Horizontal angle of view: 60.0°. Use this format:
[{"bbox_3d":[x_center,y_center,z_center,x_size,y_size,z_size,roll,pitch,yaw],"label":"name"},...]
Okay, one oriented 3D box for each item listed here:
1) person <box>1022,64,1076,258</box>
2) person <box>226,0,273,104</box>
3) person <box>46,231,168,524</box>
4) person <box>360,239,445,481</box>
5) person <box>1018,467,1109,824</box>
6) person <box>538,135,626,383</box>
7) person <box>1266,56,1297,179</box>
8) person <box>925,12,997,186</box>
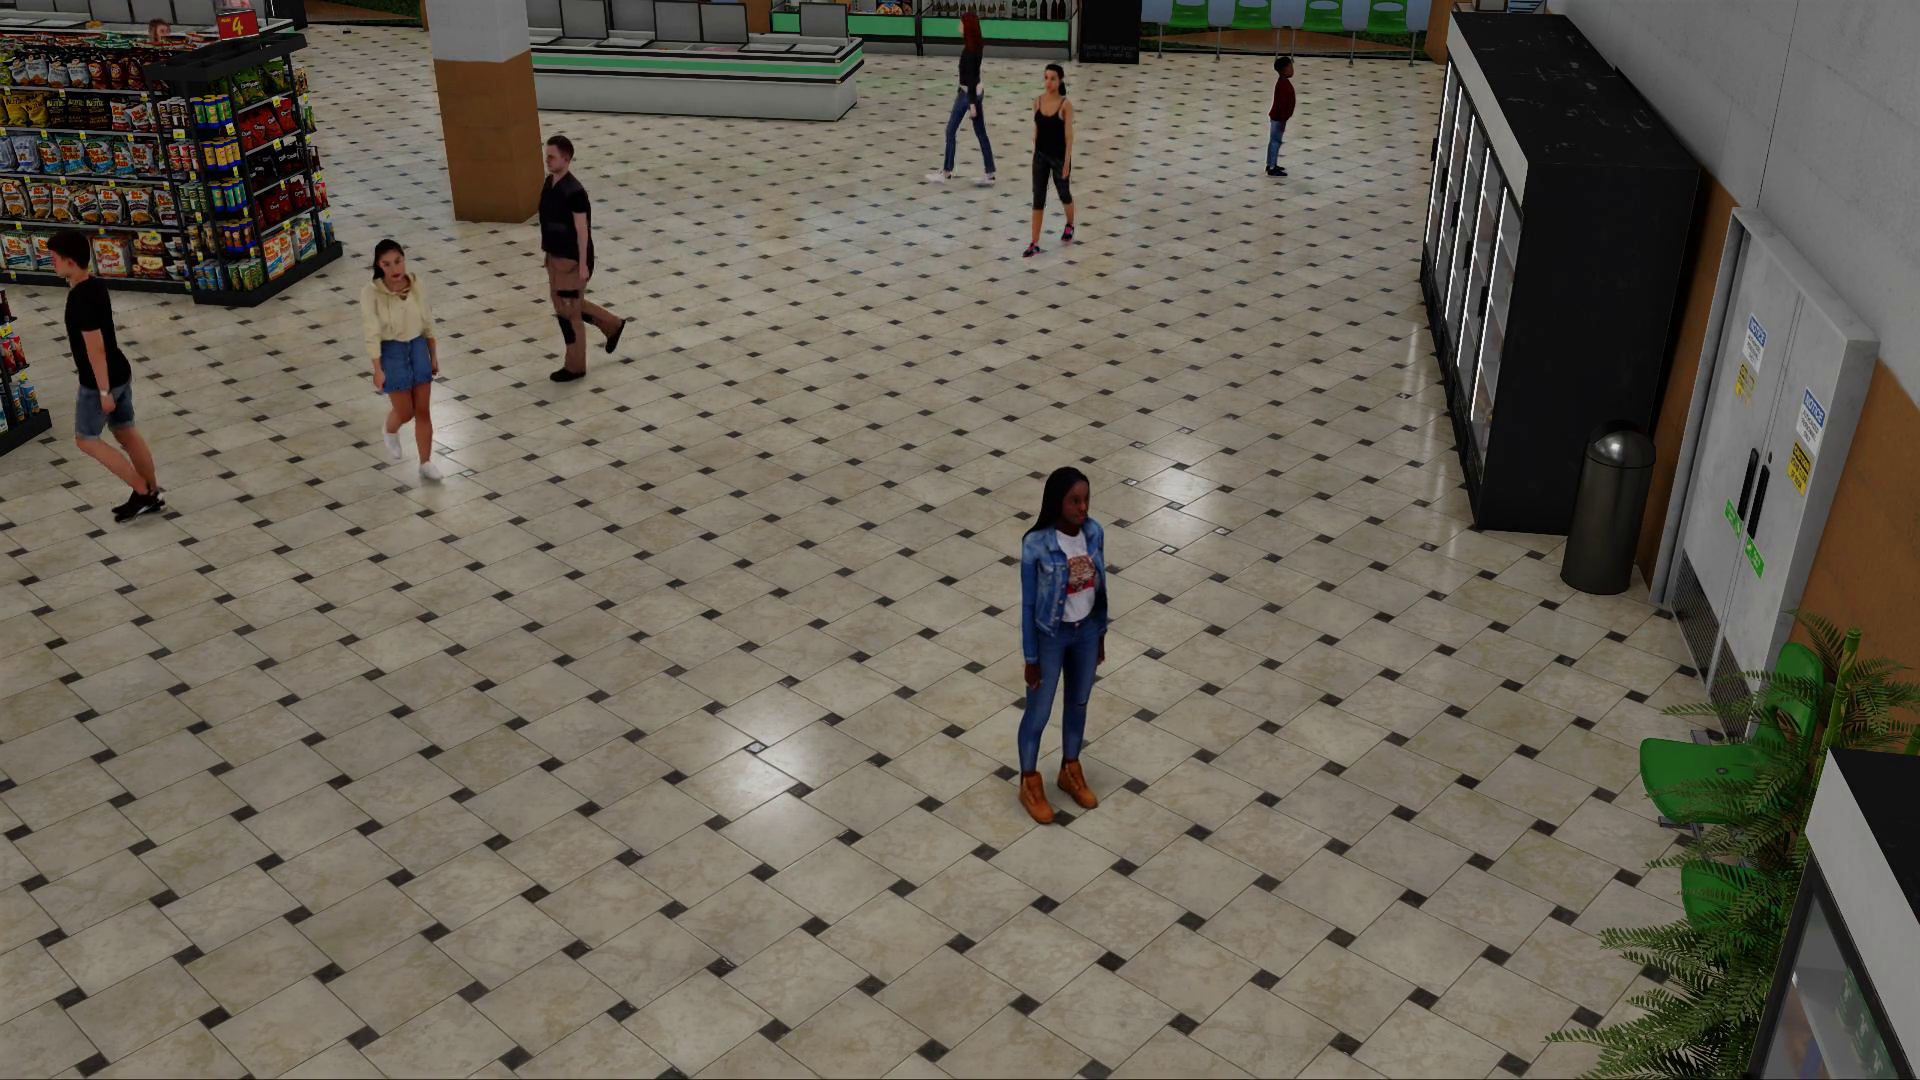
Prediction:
[{"bbox_3d":[0.902,-3.479,15.248,1.158,1.673,0.902,14,30,25],"label":"person"},{"bbox_3d":[-8.969,-6.213,20.645,1.037,1.667,0.904,-10,29,-20],"label":"person"},{"bbox_3d":[-5.127,-0.987,10.153,0.771,1.836,0.754,-7,28,-13],"label":"person"},{"bbox_3d":[-3.643,-1.175,10.765,0.941,1.618,0.862,23,35,37],"label":"person"},{"bbox_3d":[0.440,0.456,7.445,0.662,1.711,0.732,-16,31,-28],"label":"person"},{"bbox_3d":[-2.827,-2.107,12.382,1.085,1.818,1.025,-18,32,-31],"label":"person"},{"bbox_3d":[3.406,-4.521,17.765,0.487,1.255,0.496,3,27,6],"label":"person"},{"bbox_3d":[0.199,-4.535,17.238,0.953,1.756,0.568,6,27,11],"label":"person"}]
